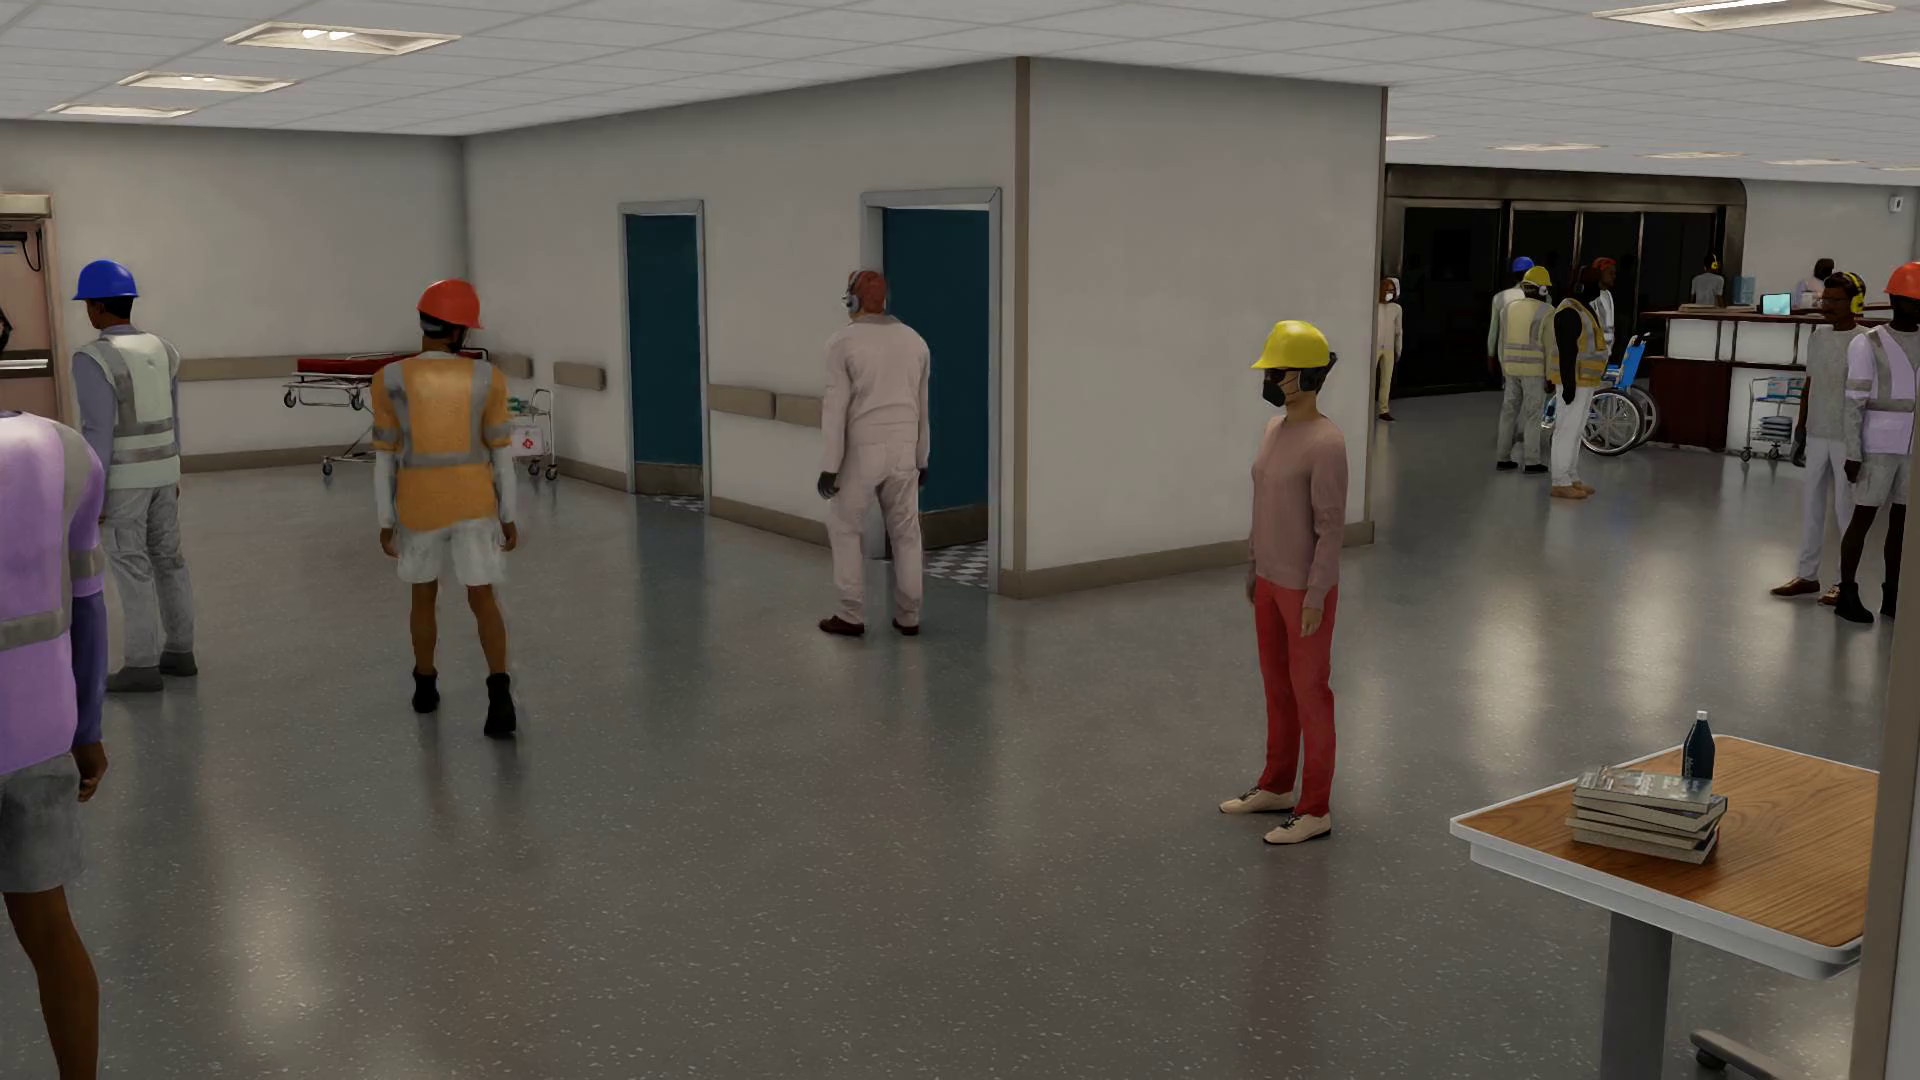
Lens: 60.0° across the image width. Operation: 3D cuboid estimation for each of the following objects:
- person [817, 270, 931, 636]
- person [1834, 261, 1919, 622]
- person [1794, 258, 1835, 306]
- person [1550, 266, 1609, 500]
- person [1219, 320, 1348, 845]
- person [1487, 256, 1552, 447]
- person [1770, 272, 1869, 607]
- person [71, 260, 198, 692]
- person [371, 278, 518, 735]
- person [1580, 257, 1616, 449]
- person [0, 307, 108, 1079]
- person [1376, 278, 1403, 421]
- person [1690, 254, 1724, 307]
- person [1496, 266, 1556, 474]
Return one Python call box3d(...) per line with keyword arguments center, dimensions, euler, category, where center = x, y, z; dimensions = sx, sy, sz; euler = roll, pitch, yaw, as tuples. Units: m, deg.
box3d(center=(-0.456, -0.432, 8.591), dimensions=(0.662, 1.880, 0.581), euler=(-7, 13, -36), category="person")
box3d(center=(4.970, -0.503, 8.837), dimensions=(0.539, 1.929, 0.389), euler=(-1, 10, -6), category="person")
box3d(center=(11.821, -2.983, 23.013), dimensions=(0.690, 1.820, 0.434), euler=(-3, 11, -15), category="person")
box3d(center=(4.928, -1.253, 13.262), dimensions=(0.429, 1.842, 0.634), euler=(6, 12, 32), category="person")
box3d(center=(1.117, 0.143, 5.655), dimensions=(0.308, 1.769, 0.525), euler=(-3, 11, -16), category="person")
box3d(center=(5.614, -1.886, 16.690), dimensions=(0.649, 1.916, 0.909), euler=(7, 12, 35), category="person")
box3d(center=(4.894, -0.559, 9.312), dimensions=(0.309, 1.864, 0.535), euler=(-4, 11, -23), category="person")
box3d(center=(-3.762, -0.284, 7.535), dimensions=(0.404, 1.945, 0.615), euler=(2, 10, 10), category="person")
box3d(center=(-2.130, -0.135, 6.908), dimensions=(0.566, 1.887, 0.904), euler=(-3, 11, -18), category="person")
box3d(center=(6.272, -1.840, 16.429), dimensions=(0.338, 1.882, 0.582), euler=(8, 13, 39), category="person")
box3d(center=(-2.042, 0.411, 3.434), dimensions=(0.409, 2.028, 0.615), euler=(4, 11, 19), category="person")
box3d(center=(4.792, -2.151, 18.912), dimensions=(0.504, 1.628, 0.285), euler=(-2, 10, -13), category="person")
box3d(center=(10.995, -3.267, 24.496), dimensions=(0.334, 1.862, 0.521), euler=(-7, 12, -35), category="person")
box3d(center=(5.022, -1.495, 14.684), dimensions=(0.405, 1.823, 0.589), euler=(-7, 12, -33), category="person")
